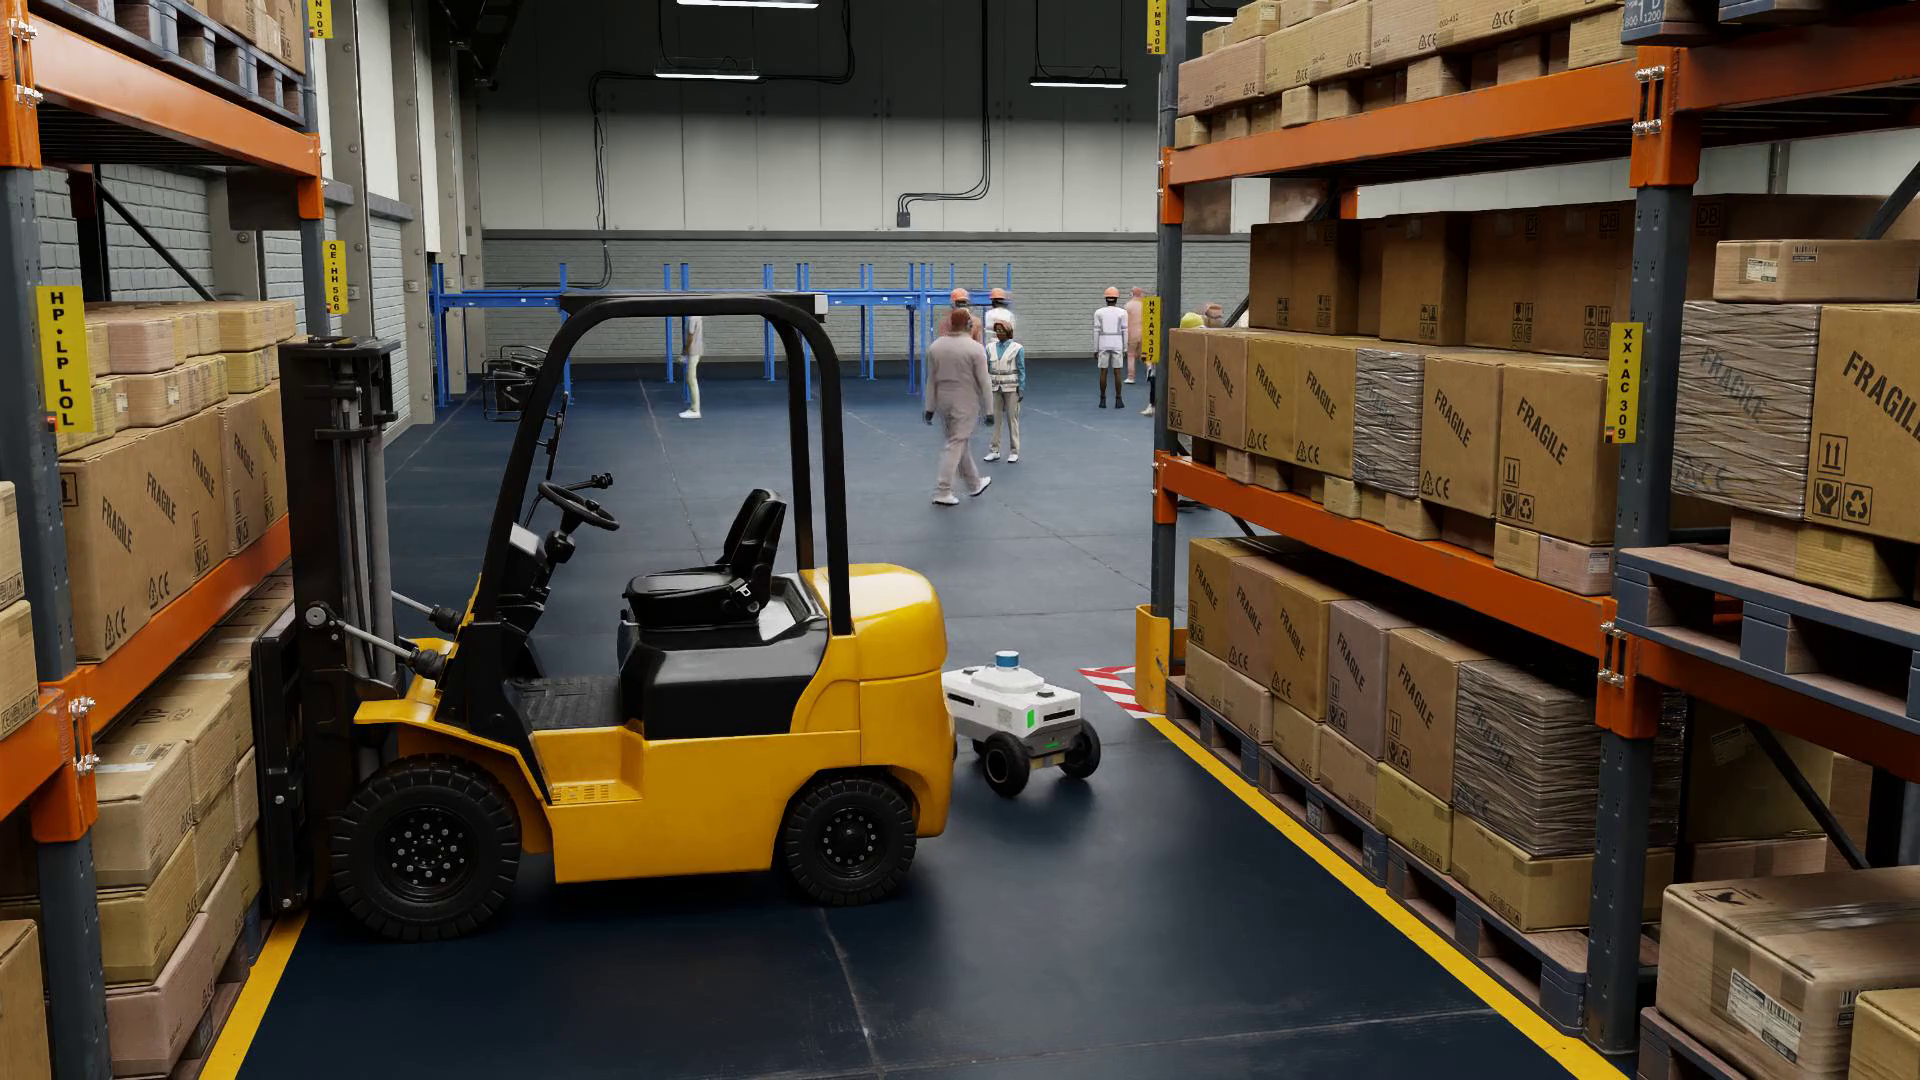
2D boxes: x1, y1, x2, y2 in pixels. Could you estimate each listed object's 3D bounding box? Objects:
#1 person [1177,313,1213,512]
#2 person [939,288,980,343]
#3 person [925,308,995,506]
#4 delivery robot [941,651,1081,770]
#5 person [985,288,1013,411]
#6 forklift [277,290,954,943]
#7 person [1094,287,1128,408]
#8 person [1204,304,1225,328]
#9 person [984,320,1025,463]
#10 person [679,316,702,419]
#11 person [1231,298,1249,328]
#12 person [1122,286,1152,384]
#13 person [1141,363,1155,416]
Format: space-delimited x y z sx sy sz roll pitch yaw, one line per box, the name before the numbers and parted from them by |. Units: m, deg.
person | 2.157 -1.185 15.412 0.599 1.827 0.403 -8 13 -42
person | -0.001 -2.356 22.103 0.639 1.974 0.494 -5 11 -30
person | 0.049 -1.281 15.899 0.672 1.854 1.004 8 12 39
delivery robot | 0.210 0.737 7.414 0.477 0.478 0.707 -7 12 -38
person | 0.573 -2.993 26.143 0.586 1.923 0.408 -8 12 -39
forklift | -1.179 0.175 6.143 2.313 2.155 1.214 -2 10 -12
person | 2.431 -3.101 26.772 0.551 1.932 0.378 2 9 10
person | 2.632 -1.483 17.115 0.684 1.862 0.955 -4 10 -21
person | 0.509 -1.724 19.276 0.525 1.639 0.307 5 11 28
person | -4.049 -2.756 24.896 0.378 1.866 0.522 -1 9 -7
person | 5.692 -4.079 33.662 0.546 1.618 0.534 -1 9 -5
person | 3.444 -3.956 32.136 0.657 1.892 0.593 -5 10 -27
person | 3.181 -2.724 25.301 0.833 1.662 0.535 -6 11 -32
